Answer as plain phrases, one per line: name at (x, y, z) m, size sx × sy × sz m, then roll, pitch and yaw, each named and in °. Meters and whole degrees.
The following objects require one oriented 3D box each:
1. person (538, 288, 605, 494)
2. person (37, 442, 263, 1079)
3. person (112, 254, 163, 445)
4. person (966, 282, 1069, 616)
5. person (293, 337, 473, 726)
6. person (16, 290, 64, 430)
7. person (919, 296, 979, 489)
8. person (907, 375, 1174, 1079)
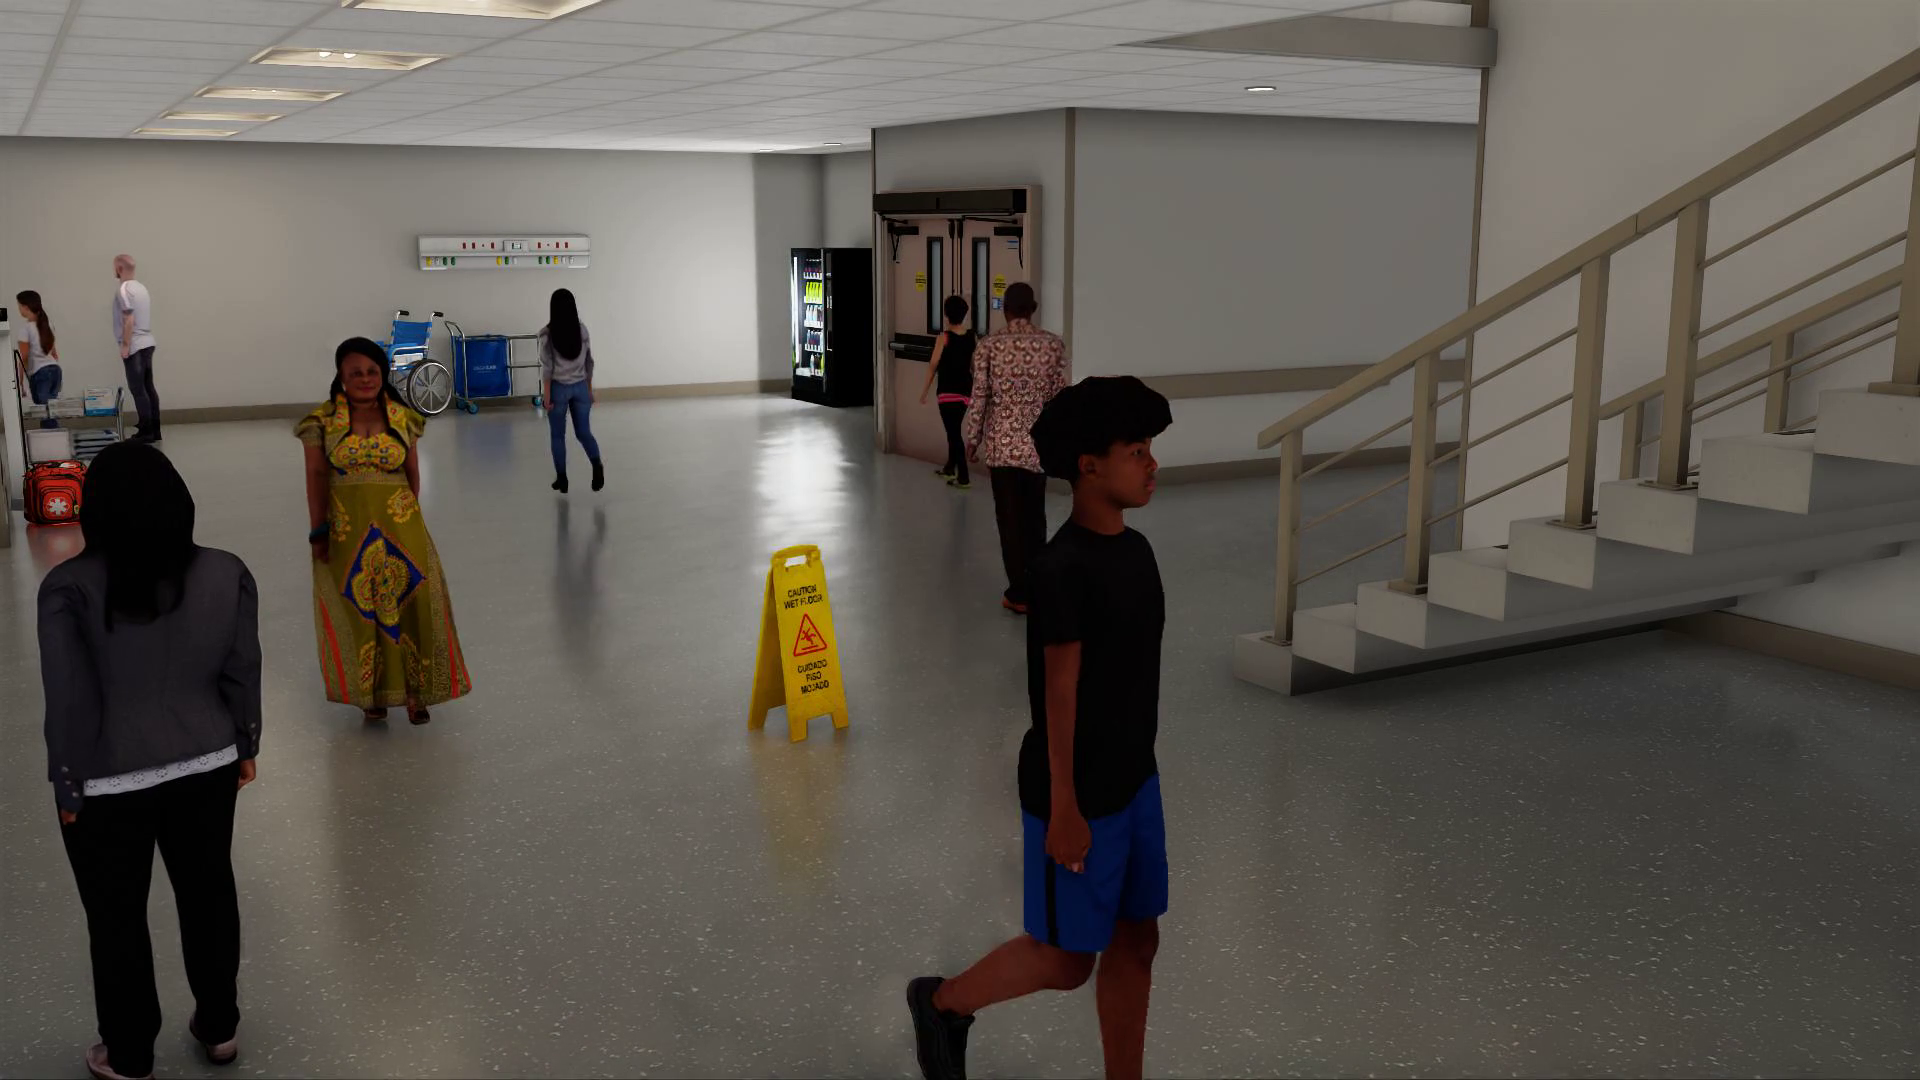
person at (-2.993, -1.119, 12.890) m, size 0.707 × 1.606 × 1.047 m, roll -8°, pitch 13°, yaw -36°
person at (-1.991, 0.553, 4.096) m, size 0.756 × 1.599 × 0.750 m, roll 10°, pitch 14°, yaw 41°
person at (-8.041, -1.872, 16.249) m, size 0.808 × 1.832 × 0.681 m, roll -1°, pitch 11°, yaw -5°
person at (0.348, -0.482, 9.040) m, size 0.793 × 1.790 × 0.890 m, roll -3°, pitch 11°, yaw -17°
person at (-2.535, -0.036, 7.090) m, size 0.766 × 1.641 × 0.778 m, roll -6°, pitch 12°, yaw -28°
person at (-7.940, -1.397, 14.502) m, size 0.738 × 1.551 × 0.680 m, roll 4°, pitch 11°, yaw 18°
person at (0.015, -1.174, 13.378) m, size 0.660 × 1.532 × 0.857 m, roll -10°, pitch 15°, yaw -42°
person at (0.219, 0.529, 3.738) m, size 1.084 × 1.780 × 0.889 m, roll 7°, pitch 13°, yaw 32°
